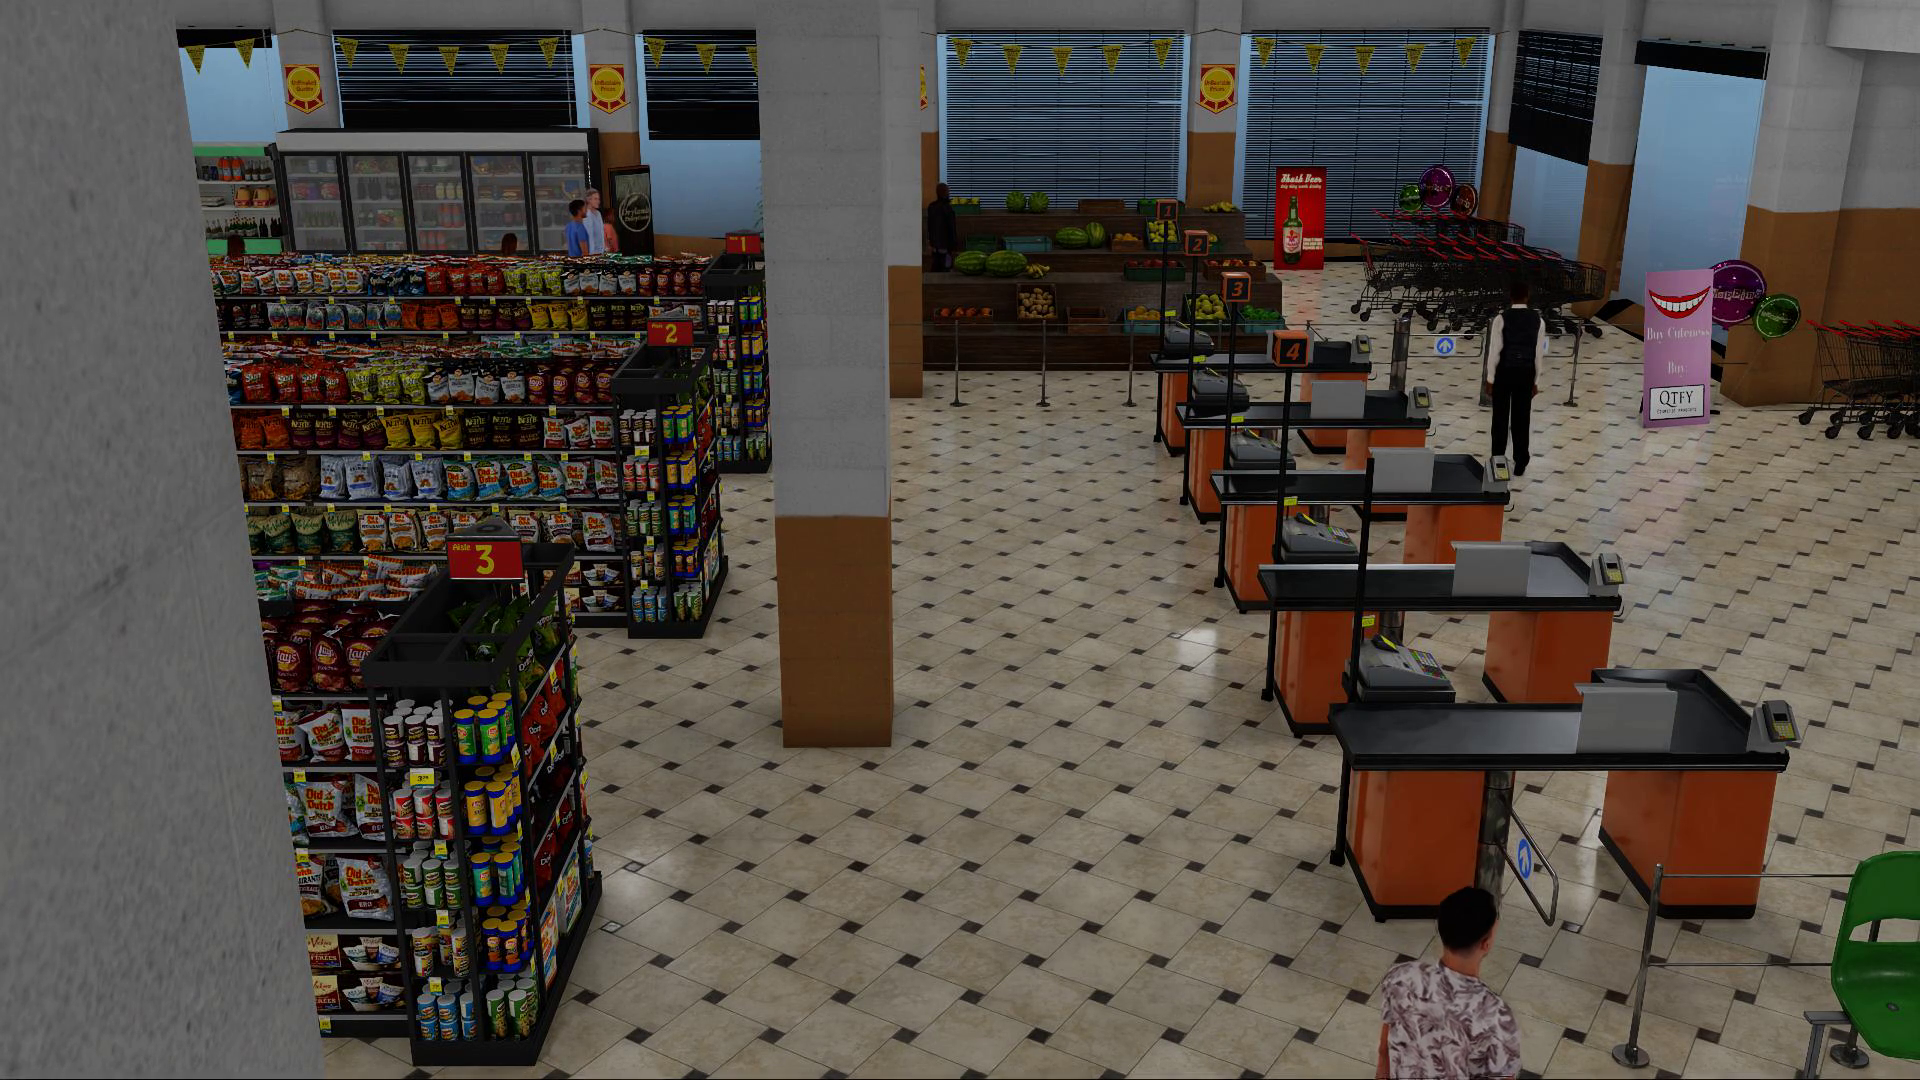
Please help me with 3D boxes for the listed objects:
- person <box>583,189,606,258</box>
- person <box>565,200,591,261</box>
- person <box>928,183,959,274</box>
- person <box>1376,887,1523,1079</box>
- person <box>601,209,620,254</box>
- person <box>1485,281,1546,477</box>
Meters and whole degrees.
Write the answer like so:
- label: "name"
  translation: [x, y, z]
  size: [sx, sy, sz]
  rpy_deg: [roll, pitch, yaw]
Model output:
- label: "person"
  translation: [-5.210, -4.051, 23.702]
  size: [0.584, 1.889, 0.688]
  rpy_deg: [2, 19, 6]
- label: "person"
  translation: [-5.205, -3.714, 22.744]
  size: [0.756, 1.862, 0.731]
  rpy_deg: [-13, 23, -35]
- label: "person"
  translation: [-0.270, -4.434, 24.940]
  size: [0.786, 1.824, 0.846]
  rpy_deg: [18, 25, 42]
- label: "person"
  translation: [1.671, 2.041, 5.753]
  size: [0.793, 1.815, 0.746]
  rpy_deg: [-15, 24, -38]
- label: "person"
  translation: [-5.528, -4.507, 25.992]
  size: [0.868, 1.291, 0.507]
  rpy_deg: [-1, 19, -3]
- label: "person"
  translation: [5.444, -1.588, 16.353]
  size: [0.562, 1.917, 0.774]
  rpy_deg: [2, 19, 6]
